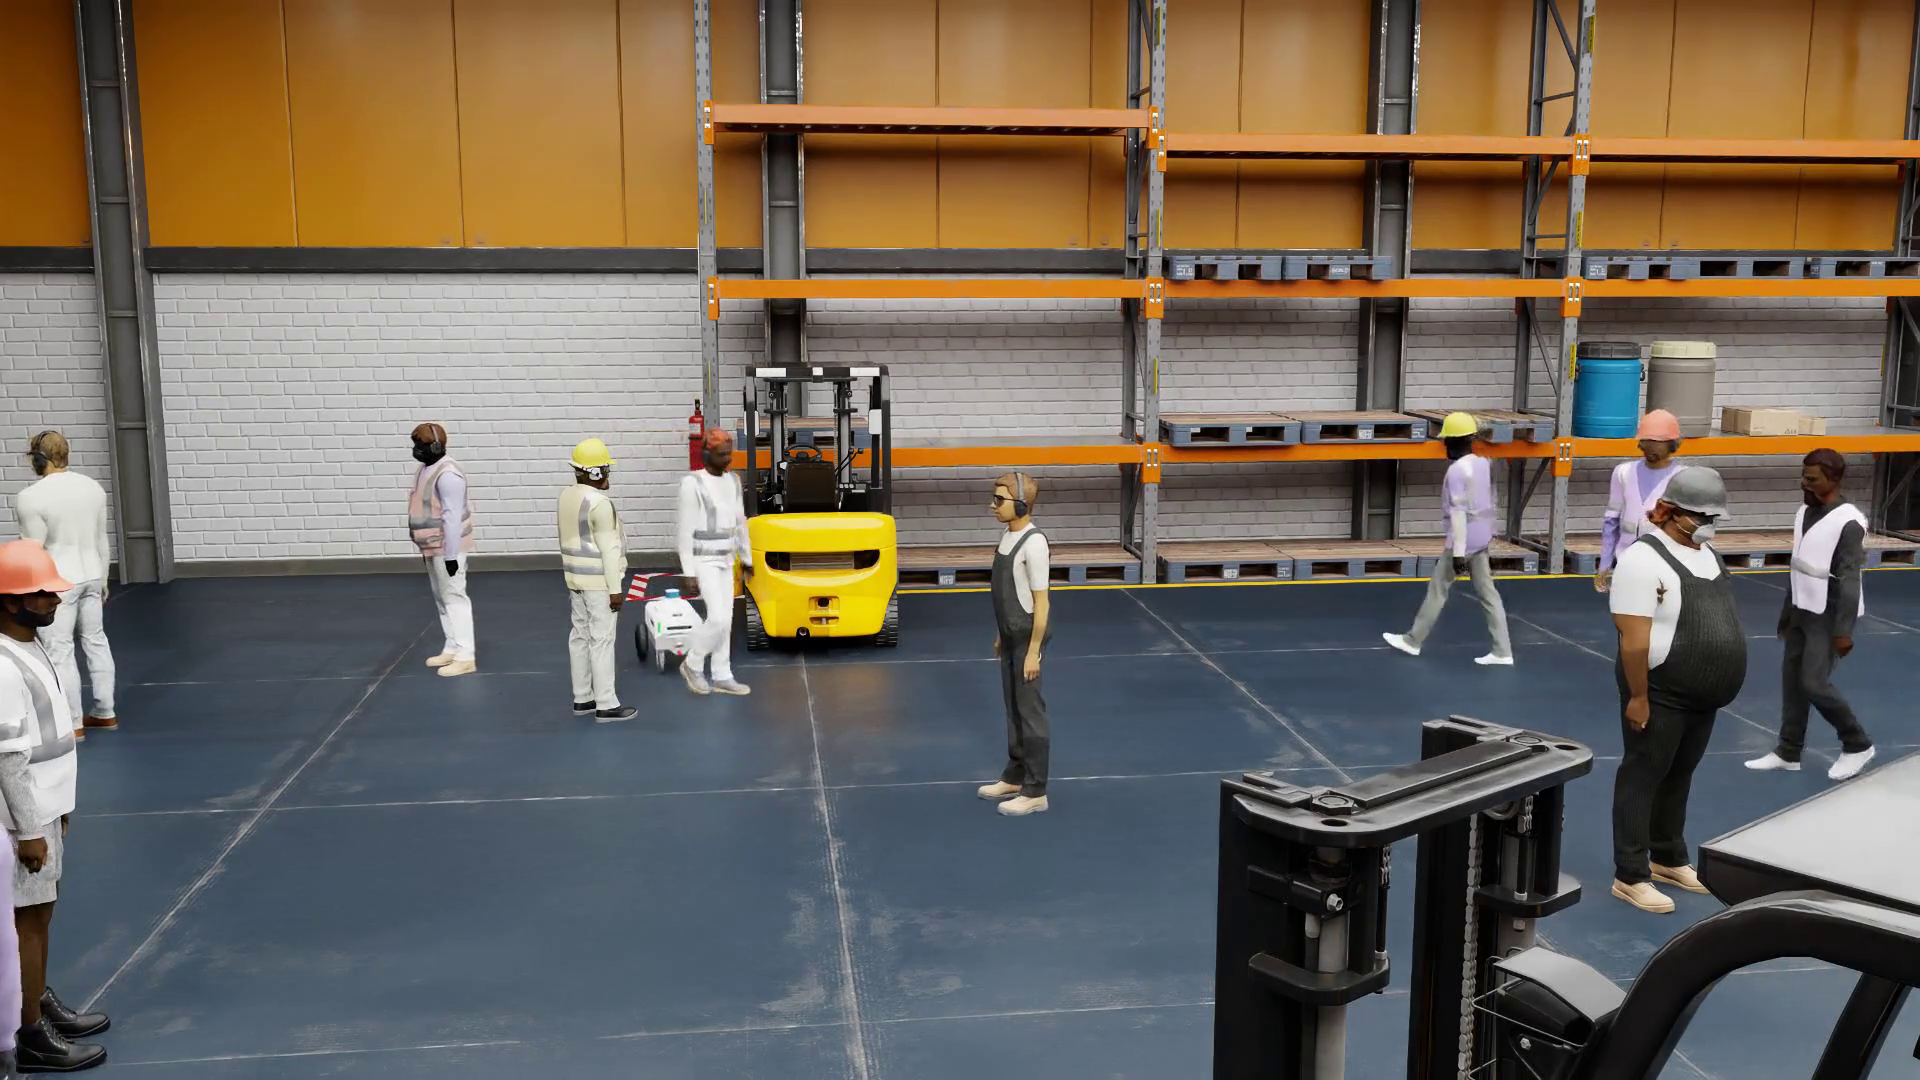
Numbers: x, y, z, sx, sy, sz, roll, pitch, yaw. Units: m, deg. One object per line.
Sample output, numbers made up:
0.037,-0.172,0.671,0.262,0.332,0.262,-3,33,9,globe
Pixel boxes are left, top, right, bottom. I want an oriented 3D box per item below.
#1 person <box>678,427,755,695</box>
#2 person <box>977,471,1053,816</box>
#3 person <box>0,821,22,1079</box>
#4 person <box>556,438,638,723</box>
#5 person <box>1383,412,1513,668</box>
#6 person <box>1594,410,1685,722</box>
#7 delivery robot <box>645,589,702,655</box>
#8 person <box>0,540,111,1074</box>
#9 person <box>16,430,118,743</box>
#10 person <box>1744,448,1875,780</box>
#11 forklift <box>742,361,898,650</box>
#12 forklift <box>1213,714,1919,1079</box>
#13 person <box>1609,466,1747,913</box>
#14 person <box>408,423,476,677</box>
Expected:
-1.642,0.165,11.274,0.409,1.865,0.694,4,10,24,person
0.314,0.548,8.908,0.350,1.847,0.506,-3,9,-17,person
-2.687,1.289,4.120,0.428,1.892,0.677,8,12,41,person
-2.353,0.259,10.751,0.404,1.833,0.590,-8,12,-43,person
3.681,-0.009,12.303,1.003,1.867,0.621,8,12,41,person
4.550,0.149,10.901,0.932,2.021,0.605,-7,12,-39,person
-2.117,0.606,12.269,0.477,0.478,0.707,-3,10,-17,delivery robot
-3.357,0.959,6.053,0.354,1.939,0.544,-4,10,-22,person
-5.528,0.286,10.295,0.378,1.931,0.643,3,10,17,person
4.912,0.423,9.503,0.551,1.913,0.601,0,9,2,person
-1.154,-0.340,13.365,1.214,2.155,2.313,-1,9,-7,forklift
1.441,1.425,2.350,1.214,2.155,2.313,-7,12,-39,forklift
3.304,0.659,7.606,0.677,2.000,0.536,-7,11,-37,person
-3.749,0.065,12.014,0.431,1.832,0.640,-5,11,-31,person
